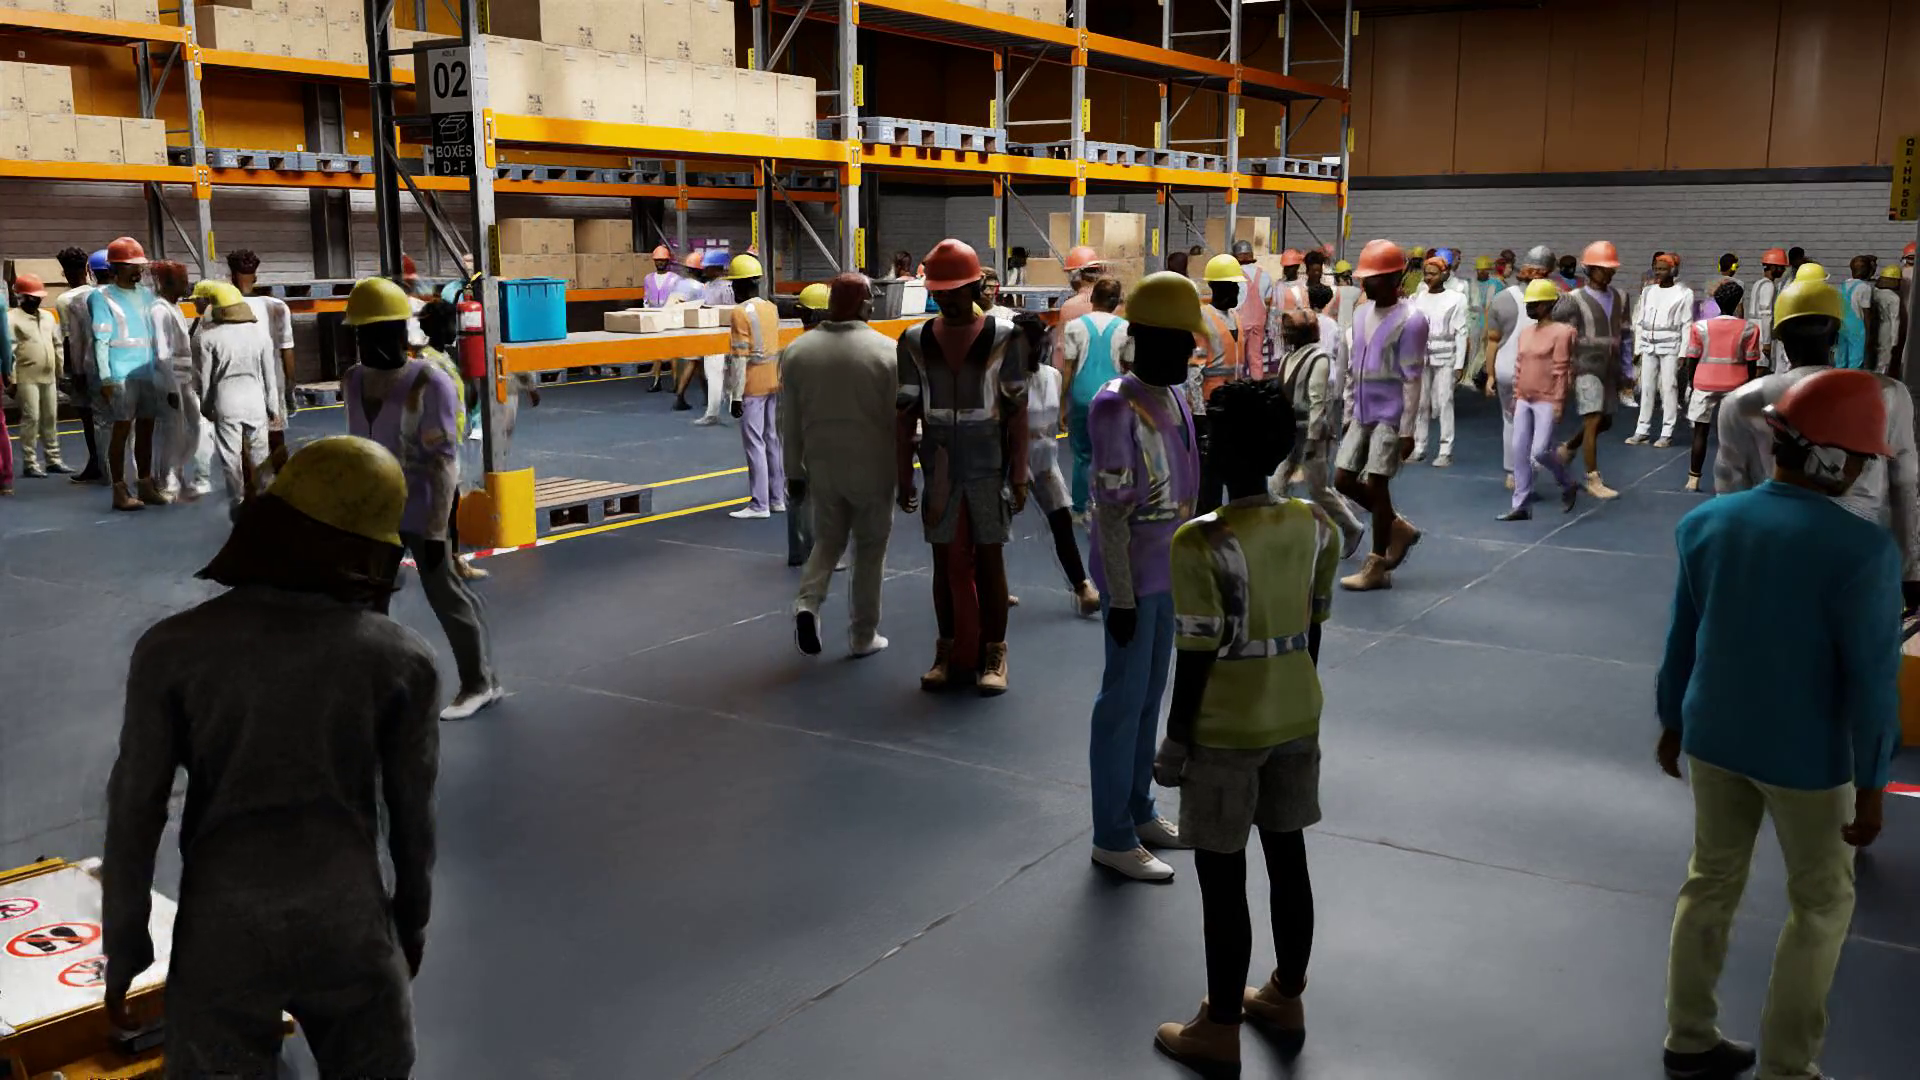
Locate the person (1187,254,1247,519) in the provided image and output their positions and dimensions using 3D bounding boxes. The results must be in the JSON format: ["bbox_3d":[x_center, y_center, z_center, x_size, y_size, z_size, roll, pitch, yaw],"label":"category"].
[{"bbox_3d":[1.699,-0.907,10.966,0.369,1.928,0.586,8,13,37],"label":"person"}]

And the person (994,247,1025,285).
[{"bbox_3d":[0.714,-3.586,25.813,0.589,1.927,0.369,-1,10,-6],"label":"person"}]

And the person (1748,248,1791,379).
[{"bbox_3d":[8.933,-2.252,18.426,0.385,1.928,0.546,3,11,16],"label":"person"}]

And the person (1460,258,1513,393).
[{"bbox_3d":[7.038,-2.789,21.770,0.976,1.801,0.574,6,12,28],"label":"person"}]

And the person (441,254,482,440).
[{"bbox_3d":[-5.016,-1.987,17.072,0.653,1.880,0.714,1,10,8],"label":"person"}]

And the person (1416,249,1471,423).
[{"bbox_3d":[5.295,-2.244,18.413,0.654,1.906,0.921,4,11,23],"label":"person"}]

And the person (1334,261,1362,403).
[{"bbox_3d":[4.757,-2.592,20.756,0.522,1.769,0.310,-4,11,-21],"label":"person"}]

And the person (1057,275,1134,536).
[{"bbox_3d":[0.942,-0.917,11.463,0.541,1.805,0.919,1,10,3],"label":"person"}]

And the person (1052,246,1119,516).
[{"bbox_3d":[0.896,-1.154,12.181,0.434,1.976,0.635,8,13,38],"label":"person"}]

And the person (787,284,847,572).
[{"bbox_3d":[-0.886,-0.680,10.184,0.334,1.760,0.525,-5,12,-27],"label":"person"}]

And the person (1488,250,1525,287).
[{"bbox_3d":[8.202,-3.395,24.931,0.657,1.862,0.904,0,10,1],"label":"person"}]

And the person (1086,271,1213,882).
[{"bbox_3d":[0.609,0.108,5.351,0.371,1.926,0.584,5,11,25],"label":"person"}]

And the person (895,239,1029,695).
[{"bbox_3d":[0.000,-0.315,7.432,0.615,2.028,0.409,2,11,14],"label":"person"}]

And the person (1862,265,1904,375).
[{"bbox_3d":[10.725,-2.318,19.335,0.324,1.732,0.492,-2,11,-14],"label":"person"}]

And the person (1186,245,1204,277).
[{"bbox_3d":[3.851,-3.838,27.182,0.372,1.940,0.631,-5,11,-26],"label":"person"}]

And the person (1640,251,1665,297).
[{"bbox_3d":[11.161,-3.695,26.666,0.505,1.839,0.344,9,14,41],"label":"person"}]

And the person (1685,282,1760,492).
[{"bbox_3d":[6.096,-1.213,13.327,0.537,1.694,0.320,4,11,23],"label":"person"}]

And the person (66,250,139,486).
[{"bbox_3d":[-6.969,-1.391,13.676,0.629,1.947,0.512,-3,11,-15],"label":"person"}]

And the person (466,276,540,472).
[{"bbox_3d":[-3.645,-1.231,13.312,0.564,1.731,0.551,6,12,29],"label":"person"}]

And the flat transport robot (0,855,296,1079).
[{"bbox_3d":[-2.407,1.115,4.357,1.431,0.197,0.652,9,14,40],"label":"flat transport robot"}]

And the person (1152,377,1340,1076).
[{"bbox_3d":[0.691,0.454,4.065,0.530,1.697,0.321,-8,13,-37],"label":"person"}]

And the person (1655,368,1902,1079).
[{"bbox_3d":[1.911,0.464,3.904,0.360,1.736,0.637,-5,11,-25],"label":"person"}]

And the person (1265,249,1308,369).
[{"bbox_3d":[3.837,-2.408,19.297,0.449,1.922,0.557,-9,14,-42],"label":"person"}]

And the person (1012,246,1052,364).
[{"bbox_3d":[1.058,-3.741,26.670,0.780,1.938,0.611,-3,11,-16],"label":"person"}]

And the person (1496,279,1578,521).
[{"bbox_3d":[4.183,-0.994,11.939,0.510,1.751,0.545,-5,11,-24],"label":"person"}]

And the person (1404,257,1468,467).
[{"bbox_3d":[4.252,-1.592,14.922,0.577,1.877,0.339,9,13,39],"label":"person"}]

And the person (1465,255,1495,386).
[{"bbox_3d":[7.203,-3.015,22.981,0.634,1.810,0.451,3,11,14],"label":"person"}]

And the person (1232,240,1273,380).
[{"bbox_3d":[3.323,-2.539,19.697,0.673,2.000,0.535,-4,11,-23],"label":"person"}]

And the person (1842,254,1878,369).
[{"bbox_3d":[10.818,-2.499,20.007,0.564,1.850,0.389,-1,10,-8],"label":"person"}]

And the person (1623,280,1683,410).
[{"bbox_3d":[8.331,-2.365,19.984,0.521,1.593,0.828,-5,12,-28],"label":"person"}]

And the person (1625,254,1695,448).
[{"bbox_3d":[6.870,-1.847,16.304,0.355,1.883,0.572,-7,12,-34],"label":"person"}]

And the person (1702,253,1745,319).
[{"bbox_3d":[9.256,-2.535,20.173,0.328,1.865,0.517,-9,14,-42],"label":"person"}]

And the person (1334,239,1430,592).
[{"bbox_3d":[2.454,-0.715,9.615,0.545,2.021,0.633,-5,11,-24],"label":"person"}]
